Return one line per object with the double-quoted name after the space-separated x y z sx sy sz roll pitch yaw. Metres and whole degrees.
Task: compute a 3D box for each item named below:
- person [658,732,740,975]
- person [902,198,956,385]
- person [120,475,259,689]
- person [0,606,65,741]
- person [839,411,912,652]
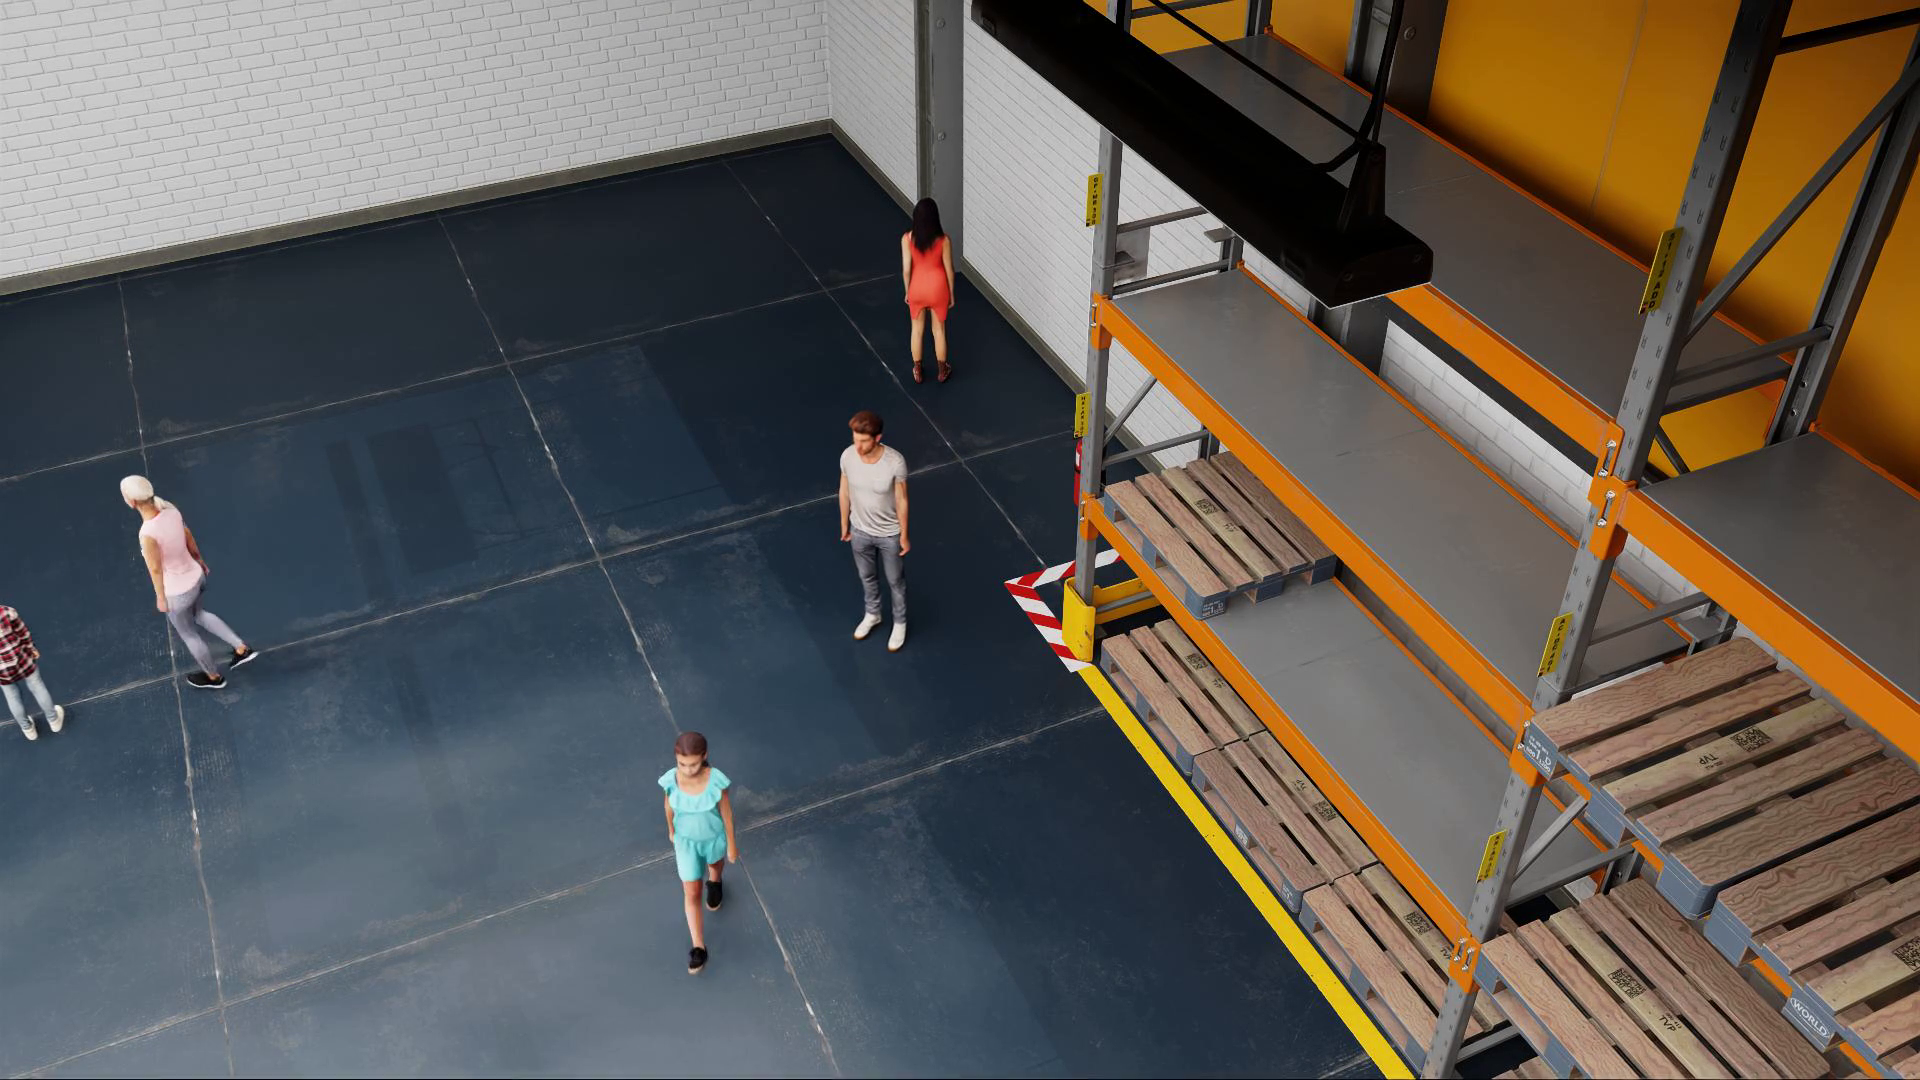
-1.452 1.621 9.419 0.813 1.517 1.100 -2 39 -2 "person"
-0.264 -2.069 13.878 0.667 1.719 0.674 2 39 2 "person"
-5.029 0.300 10.920 0.816 1.708 0.779 2 39 2 "person"
-6.104 0.762 10.665 0.516 1.305 0.514 -16 41 -19 "person"
-0.554 -0.097 11.275 0.754 1.886 0.808 12 40 14 "person"
